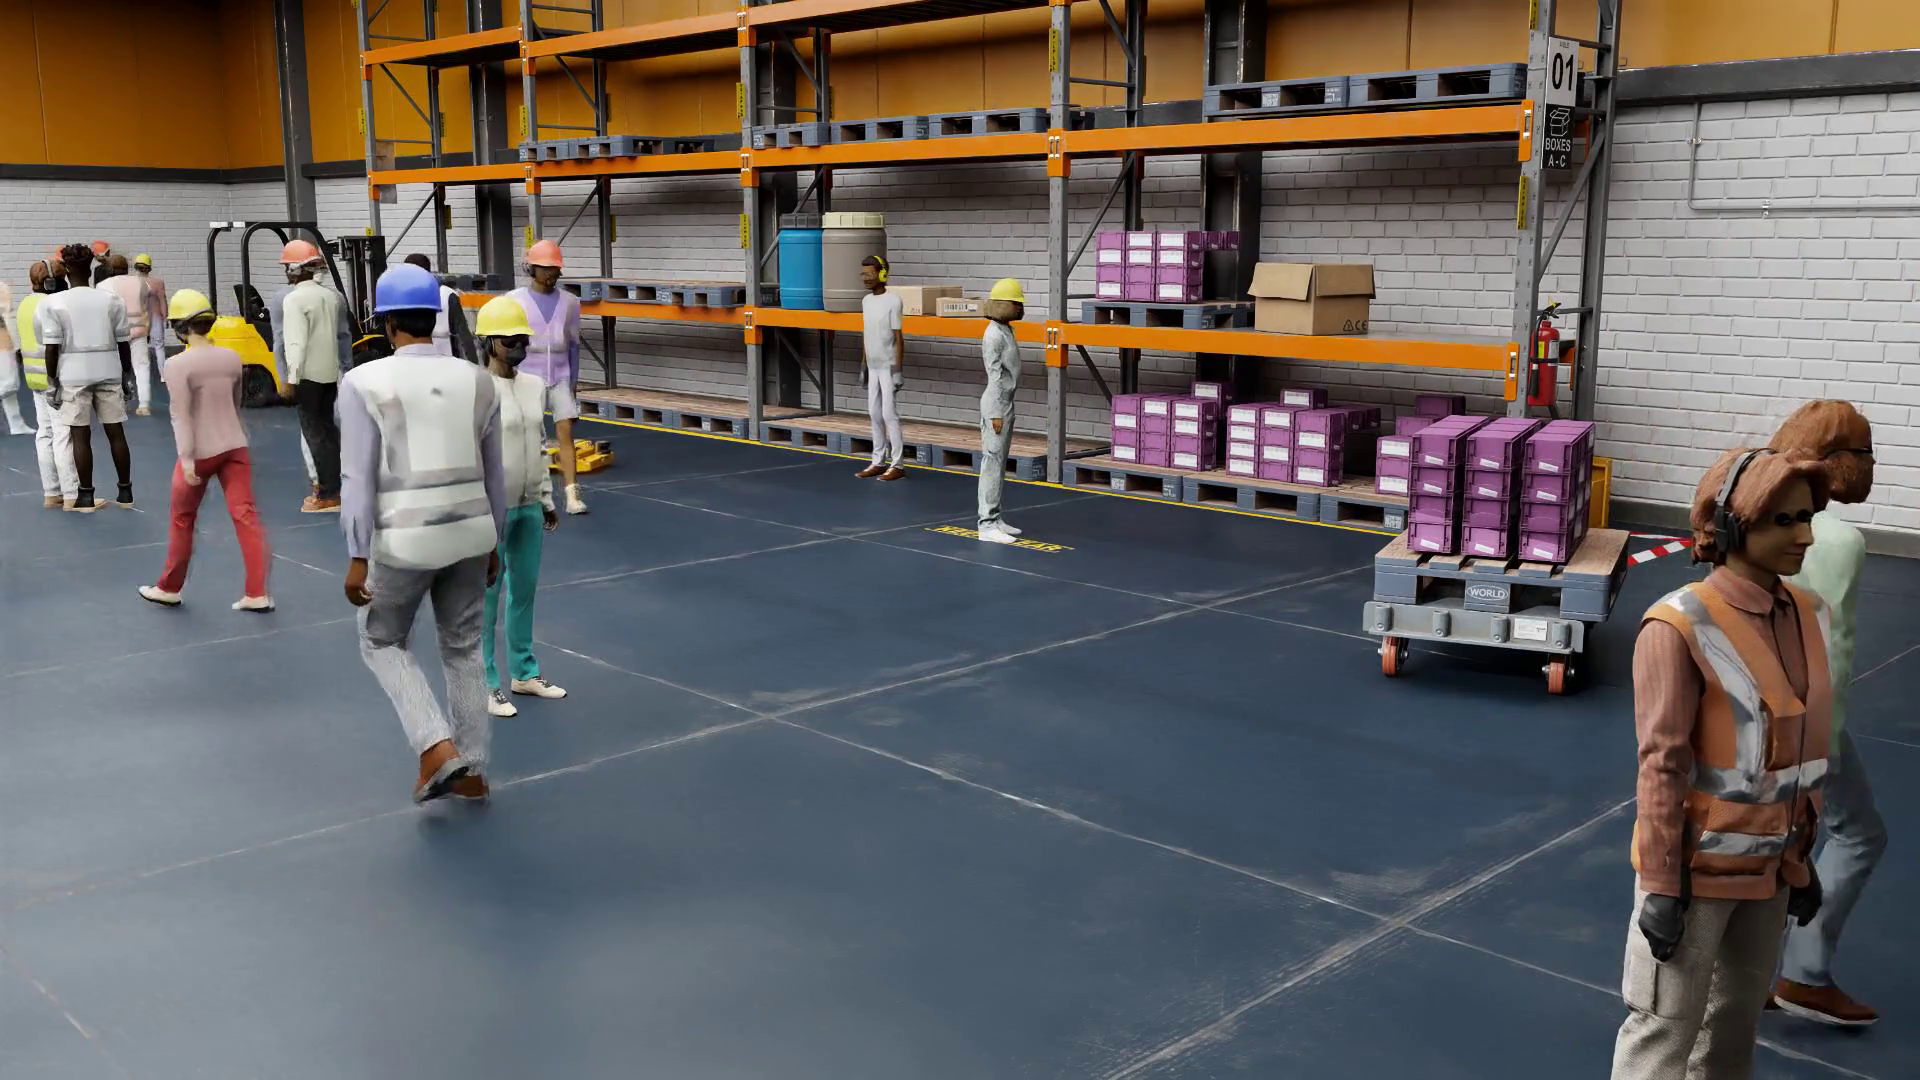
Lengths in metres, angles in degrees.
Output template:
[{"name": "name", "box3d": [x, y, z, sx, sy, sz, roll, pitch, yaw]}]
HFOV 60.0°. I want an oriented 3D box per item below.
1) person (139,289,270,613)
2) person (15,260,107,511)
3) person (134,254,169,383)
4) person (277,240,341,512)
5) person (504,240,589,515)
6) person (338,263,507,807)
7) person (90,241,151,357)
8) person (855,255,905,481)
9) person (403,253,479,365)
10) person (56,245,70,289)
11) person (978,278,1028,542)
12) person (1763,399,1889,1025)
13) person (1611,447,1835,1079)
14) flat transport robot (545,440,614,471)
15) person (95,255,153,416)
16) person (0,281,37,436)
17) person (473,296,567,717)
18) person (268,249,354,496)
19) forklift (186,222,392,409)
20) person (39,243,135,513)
[{"name": "person", "box3d": [-4.100, -0.471, 8.959, 0.866, 1.729, 0.525, 5, 12, 26]}, {"name": "person", "box3d": [-6.653, -1.136, 12.283, 0.626, 1.844, 0.429, 8, 13, 37]}, {"name": "person", "box3d": [-11.105, -3.019, 22.752, 0.523, 1.769, 0.321, -3, 11, -14]}, {"name": "person", "box3d": [-4.743, -1.186, 12.208, 0.551, 1.993, 0.628, 1, 10, 7]}, {"name": "person", "box3d": [-3.082, -1.204, 12.266, 0.614, 2.000, 1.034, -6, 12, -30]}, {"name": "person", "box3d": [-1.879, 0.005, 5.833, 0.636, 1.923, 0.477, -10, 15, -44]}, {"name": "person", "box3d": [-12.584, -3.488, 24.839, 0.674, 1.949, 0.655, 2, 11, 11]}, {"name": "person", "box3d": [-0.653, -1.418, 13.784, 0.326, 1.860, 0.538, -8, 13, -38]}, {"name": "person", "box3d": [-4.310, -1.469, 14.023, 0.767, 1.871, 0.420, 5, 12, 26]}, {"name": "person", "box3d": [-12.725, -3.250, 23.700, 0.734, 1.884, 0.454, 6, 12, 29]}, {"name": "person", "box3d": [0.289, -0.863, 11.066, 0.325, 1.740, 0.492, 2, 11, 10]}, {"name": "person", "box3d": [2.173, 0.450, 4.221, 0.534, 1.613, 0.534, -1, 10, -3]}, {"name": "person", "box3d": [1.449, 0.637, 3.167, 0.513, 1.641, 0.307, -7, 12, -33]}, {"name": "flat transport robot", "box3d": [-3.803, -0.747, 14.445, 1.431, 0.197, 0.652, 1, 10, 6]}, {"name": "person", "box3d": [-9.479, -2.319, 18.857, 0.631, 1.794, 0.950, -10, 14, -42]}, {"name": "person", "box3d": [-9.681, -1.947, 16.620, 0.661, 1.876, 0.699, 5, 12, 27]}, {"name": "person", "box3d": [-1.918, -0.146, 7.093, 0.312, 1.768, 0.522, 5, 12, 27]}, {"name": "person", "box3d": [-4.985, -1.280, 12.856, 0.501, 1.925, 0.644, 9, 14, 40]}, {"name": "forklift", "box3d": [-8.169, -2.758, 20.163, 2.313, 2.155, 1.214, -10, 14, -44]}, {"name": "person", "box3d": [-6.392, -1.185, 12.209, 0.612, 1.963, 0.363, -10, 14, -44]}]
